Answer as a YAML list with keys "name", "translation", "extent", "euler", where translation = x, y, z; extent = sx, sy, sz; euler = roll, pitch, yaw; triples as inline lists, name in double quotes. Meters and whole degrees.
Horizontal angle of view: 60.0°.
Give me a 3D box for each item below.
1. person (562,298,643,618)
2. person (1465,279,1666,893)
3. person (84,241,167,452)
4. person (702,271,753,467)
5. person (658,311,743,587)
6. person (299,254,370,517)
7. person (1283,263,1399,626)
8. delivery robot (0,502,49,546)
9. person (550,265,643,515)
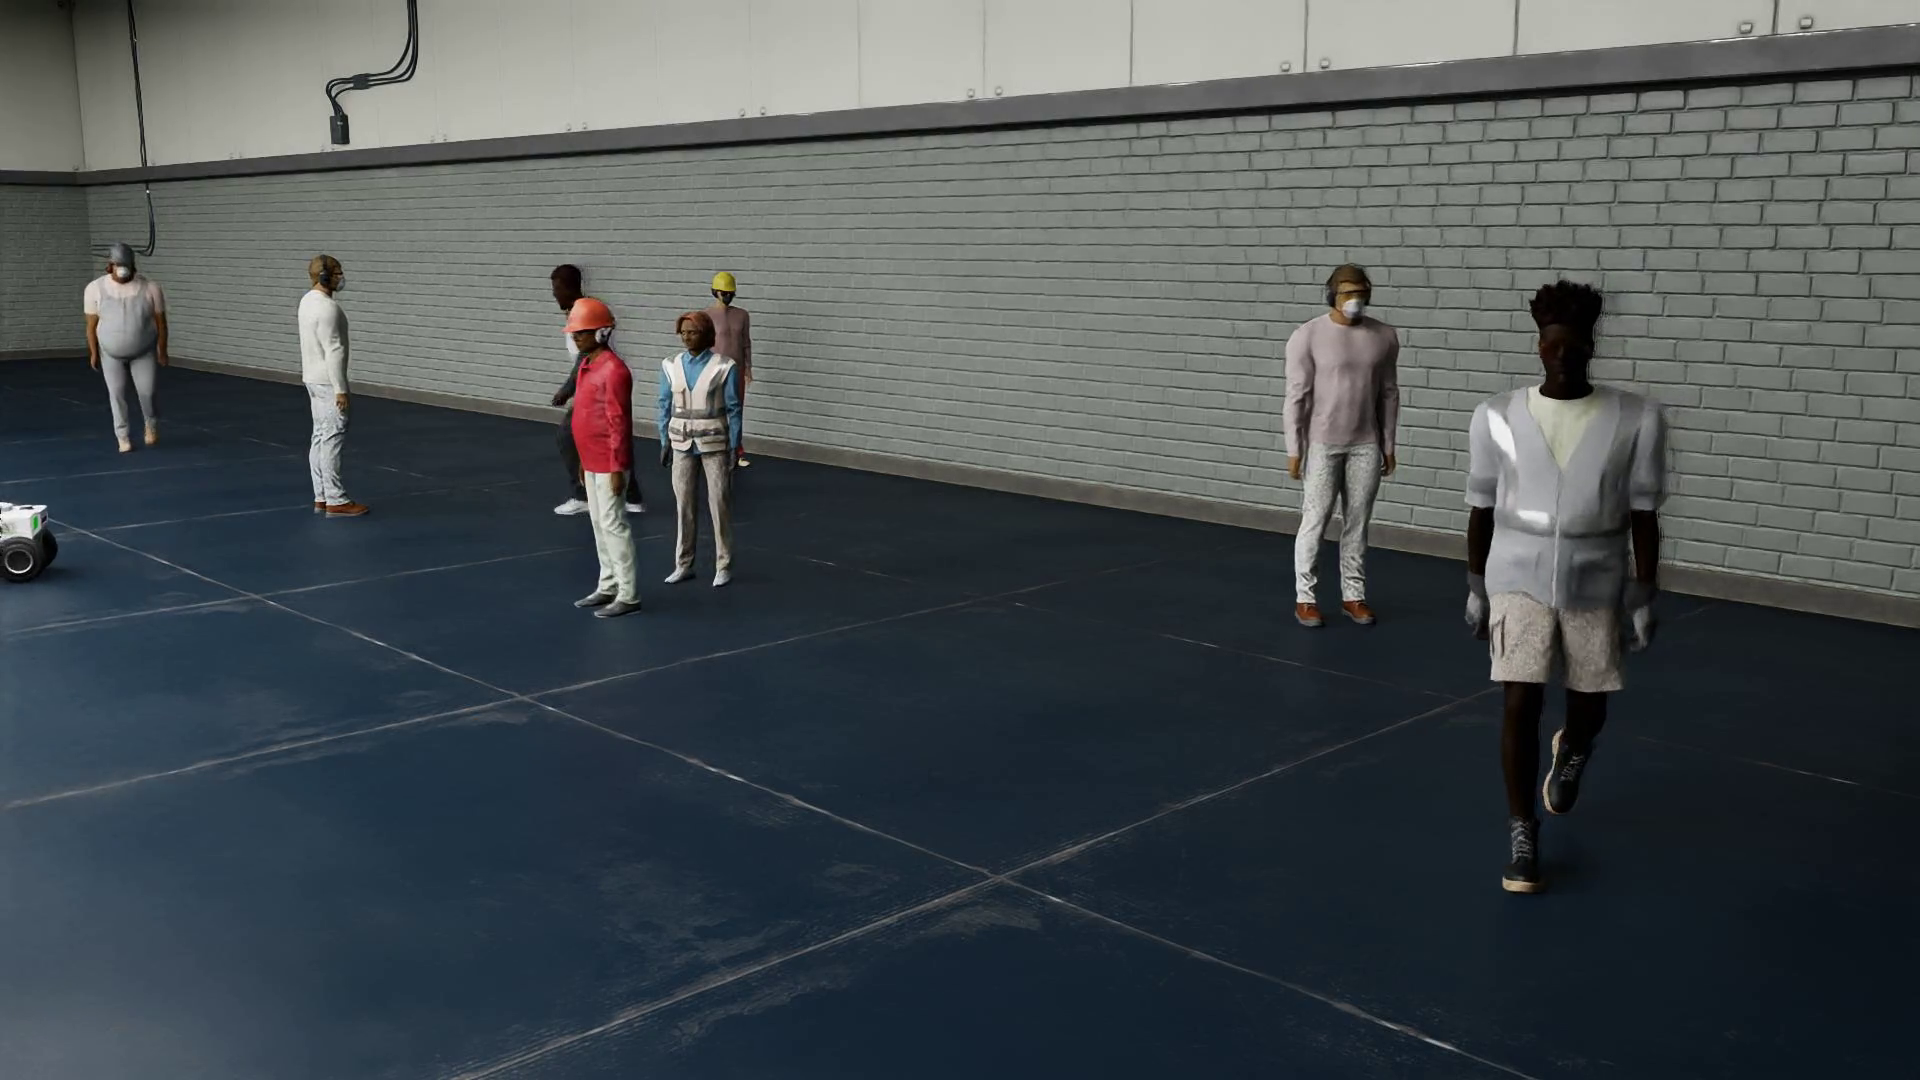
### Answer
- name: "person"
  translation: [-1.979, -0.448, 9.111]
  extent: [0.354, 1.742, 0.563]
  euler: [-6, 12, -29]
- name: "person"
  translation: [1.961, 0.124, 5.442]
  extent: [0.622, 1.943, 0.790]
  euler: [4, 11, 21]
- name: "person"
  translation: [-7.996, -1.857, 15.968]
  extent: [0.701, 2.000, 0.544]
  euler: [-4, 11, -23]
- name: "person"
  translation: [-2.090, -1.513, 14.872]
  extent: [0.518, 1.757, 0.339]
  euler: [-8, 13, -36]
- name: "person"
  translation: [-1.540, -0.538, 9.876]
  extent: [0.523, 1.638, 0.311]
  euler: [3, 11, 15]
- name: "person"
  translation: [-4.670, -1.138, 12.328]
  extent: [0.358, 1.938, 0.636]
  euler: [-7, 13, -35]
- name: "person"
  translation: [2.030, -0.501, 8.890]
  extent: [0.641, 1.932, 0.369]
  euler: [-2, 11, -13]
- name: "delivery robot"
  translation: [-5.928, -0.075, 10.053]
  extent: [0.707, 0.478, 0.477]
  euler: [-4, 11, -19]
- name: "person"
  translation: [-2.735, -1.090, 12.278]
  extent: [0.758, 1.856, 0.608]
  euler: [-1, 10, -7]
